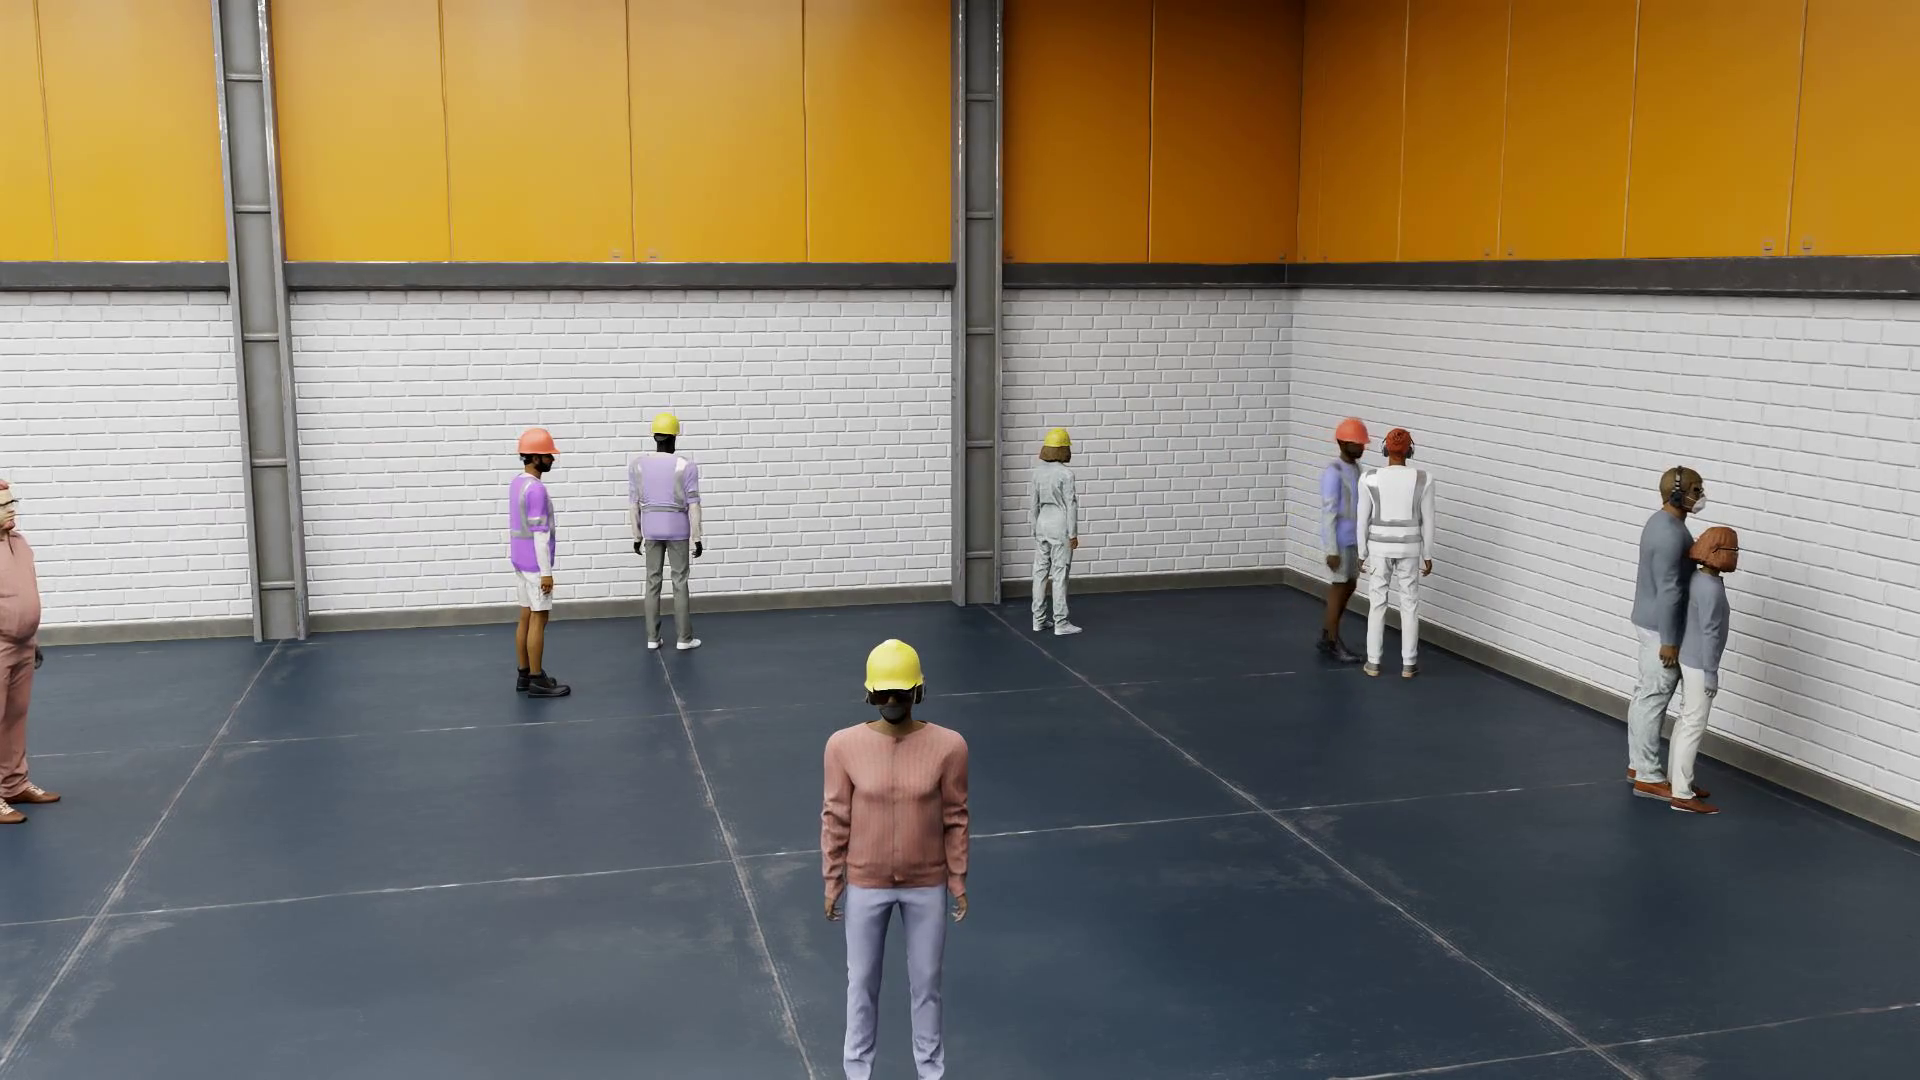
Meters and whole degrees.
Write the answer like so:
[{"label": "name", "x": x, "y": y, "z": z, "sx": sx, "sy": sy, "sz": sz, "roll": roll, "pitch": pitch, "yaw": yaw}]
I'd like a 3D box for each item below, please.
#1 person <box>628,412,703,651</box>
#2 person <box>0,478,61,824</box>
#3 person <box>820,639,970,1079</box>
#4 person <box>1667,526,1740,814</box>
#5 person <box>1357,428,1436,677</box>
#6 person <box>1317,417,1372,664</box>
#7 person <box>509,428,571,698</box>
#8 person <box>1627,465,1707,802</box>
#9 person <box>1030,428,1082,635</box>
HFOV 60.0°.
[{"label": "person", "x": -2.355, "y": -0.061, "z": 13.376, "sx": 0.594, "sy": 1.926, "sz": 0.367, "roll": 1, "pitch": 9, "yaw": 8}, {"label": "person", "x": -5.336, "y": 0.604, "z": 9.287, "sx": 0.400, "sy": 1.910, "sz": 0.643, "roll": 0, "pitch": 9, "yaw": 2}, {"label": "person", "x": -0.227, "y": 1.217, "z": 5.904, "sx": 0.533, "sy": 1.768, "sz": 0.310, "roll": -1, "pitch": 9, "yaw": -4}, {"label": "person", "x": 4.215, "y": 0.724, "z": 9.426, "sx": 0.287, "sy": 1.625, "sz": 0.497, "roll": 3, "pitch": 9, "yaw": 16}, {"label": "person", "x": 3.273, "y": 0.099, "z": 12.521, "sx": 0.576, "sy": 1.882, "sz": 0.355, "roll": 2, "pitch": 9, "yaw": 13}, {"label": "person", "x": 3.023, "y": -0.007, "z": 13.031, "sx": 0.397, "sy": 1.937, "sz": 0.561, "roll": 6, "pitch": 11, "yaw": 35}, {"label": "person", "x": -3.027, "y": 0.162, "z": 11.957, "sx": 0.373, "sy": 1.934, "sz": 0.551, "roll": -5, "pitch": 11, "yaw": -31}, {"label": "person", "x": 4.100, "y": 0.526, "z": 9.674, "sx": 0.377, "sy": 1.940, "sz": 0.629, "roll": 3, "pitch": 10, "yaw": 19}, {"label": "person", "x": 0.812, "y": -0.077, "z": 14.048, "sx": 0.297, "sy": 1.743, "sz": 0.493, "roll": -9, "pitch": 13, "yaw": -44}]
